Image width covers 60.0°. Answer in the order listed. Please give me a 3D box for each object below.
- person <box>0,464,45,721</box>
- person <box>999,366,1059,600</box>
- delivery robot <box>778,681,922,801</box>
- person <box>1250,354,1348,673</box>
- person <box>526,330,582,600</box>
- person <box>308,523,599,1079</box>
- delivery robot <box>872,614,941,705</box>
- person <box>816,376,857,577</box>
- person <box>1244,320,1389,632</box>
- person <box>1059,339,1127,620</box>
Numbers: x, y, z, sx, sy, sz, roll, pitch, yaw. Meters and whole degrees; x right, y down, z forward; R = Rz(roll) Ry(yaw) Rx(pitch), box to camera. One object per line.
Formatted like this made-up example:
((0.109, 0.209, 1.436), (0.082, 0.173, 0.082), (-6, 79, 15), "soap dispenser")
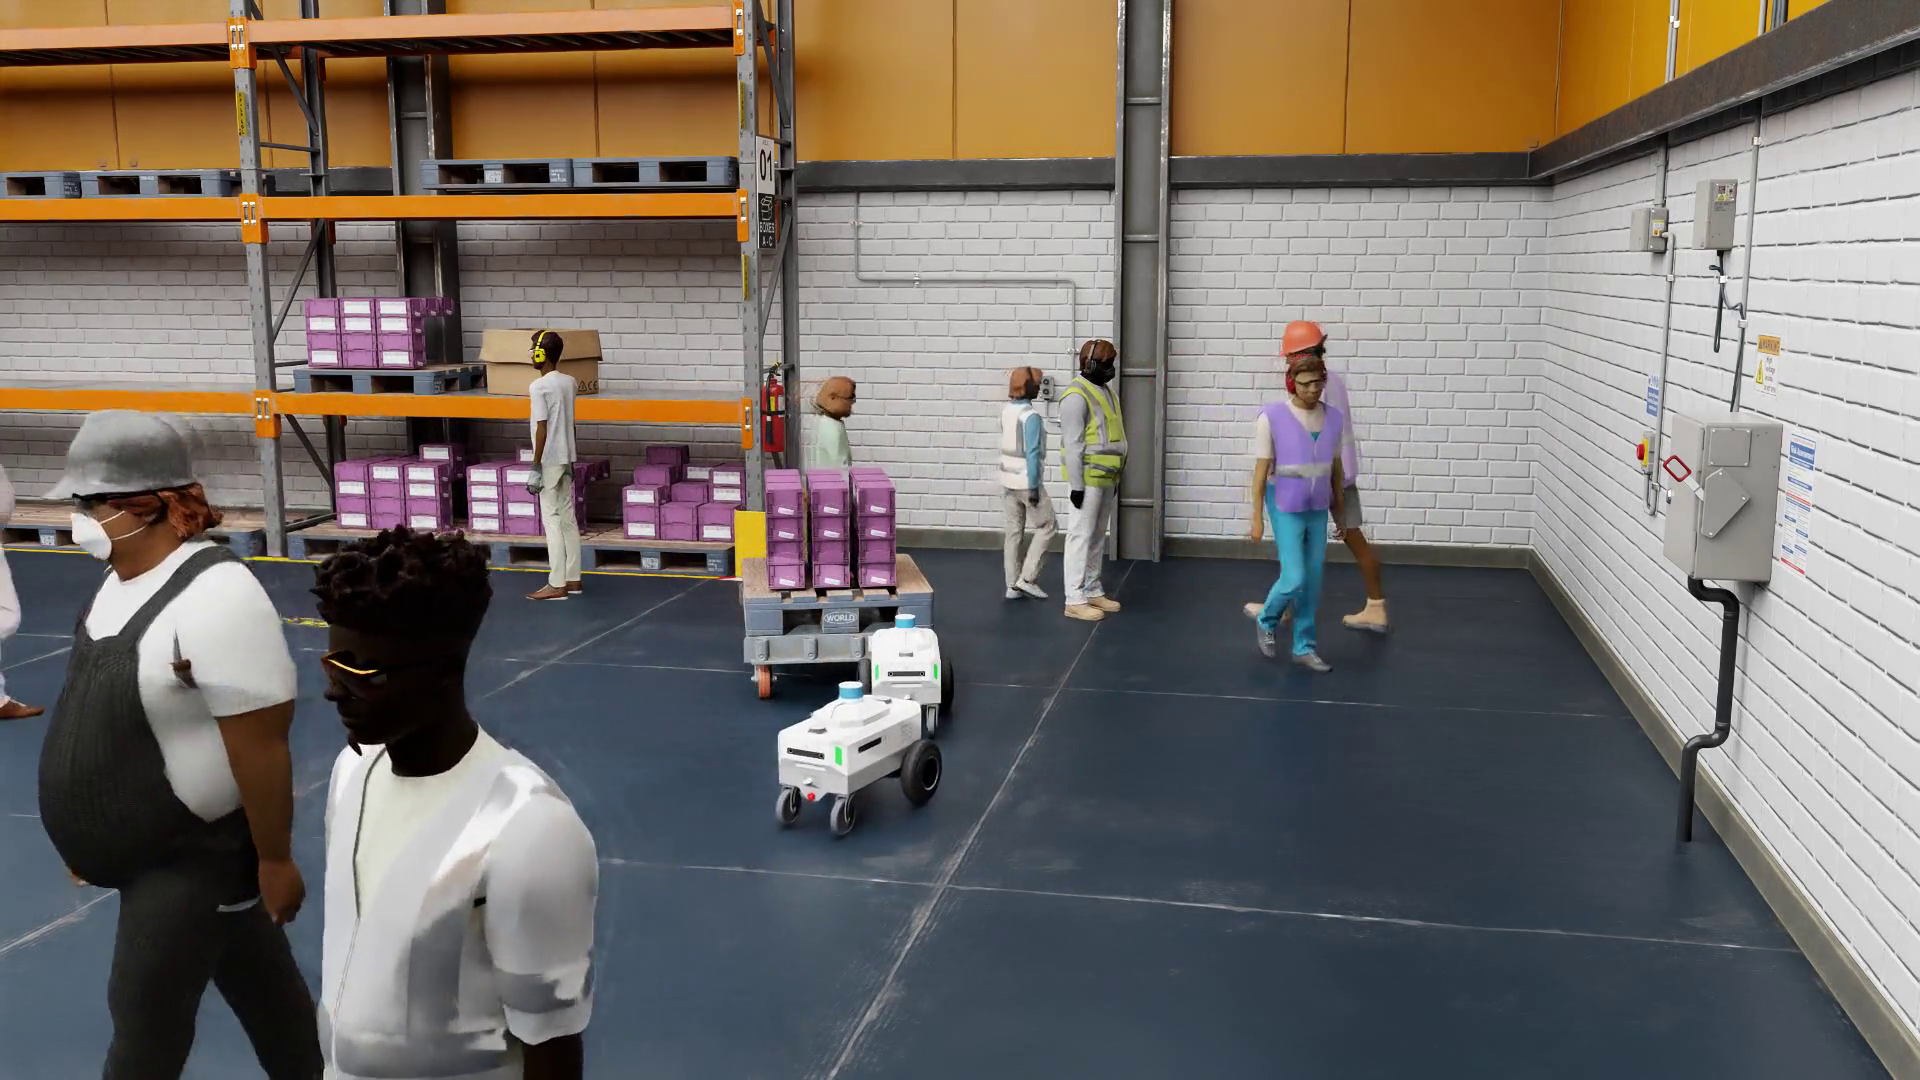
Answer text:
((-4.943, 0.013, 8.252), (0.515, 1.894, 0.663), (-7, 12, -35), "person")
((0.463, -0.381, 11.430), (0.397, 1.625, 0.528), (-5, 10, -26), "person")
((-0.458, 0.842, 7.021), (0.477, 0.478, 0.707), (5, 11, 28), "delivery robot")
((1.925, -0.146, 9.431), (0.663, 1.822, 0.463), (-5, 11, -27), "person")
((-2.836, -0.517, 11.539), (0.326, 1.871, 0.520), (3, 10, 17), "person")
((-0.758, 0.919, 2.651), (0.618, 1.947, 0.743), (9, 13, 43), "person")
((-0.274, 0.618, 8.368), (0.477, 0.478, 0.707), (0, 9, -3), "delivery robot")
((-0.707, -0.241, 10.649), (0.692, 1.606, 0.513), (-1, 9, -4), "person")
((2.252, -0.392, 10.522), (1.022, 1.955, 0.622), (5, 11, 30), "person")
((0.880, -0.397, 10.932), (0.428, 1.838, 0.626), (4, 10, 25), "person")
